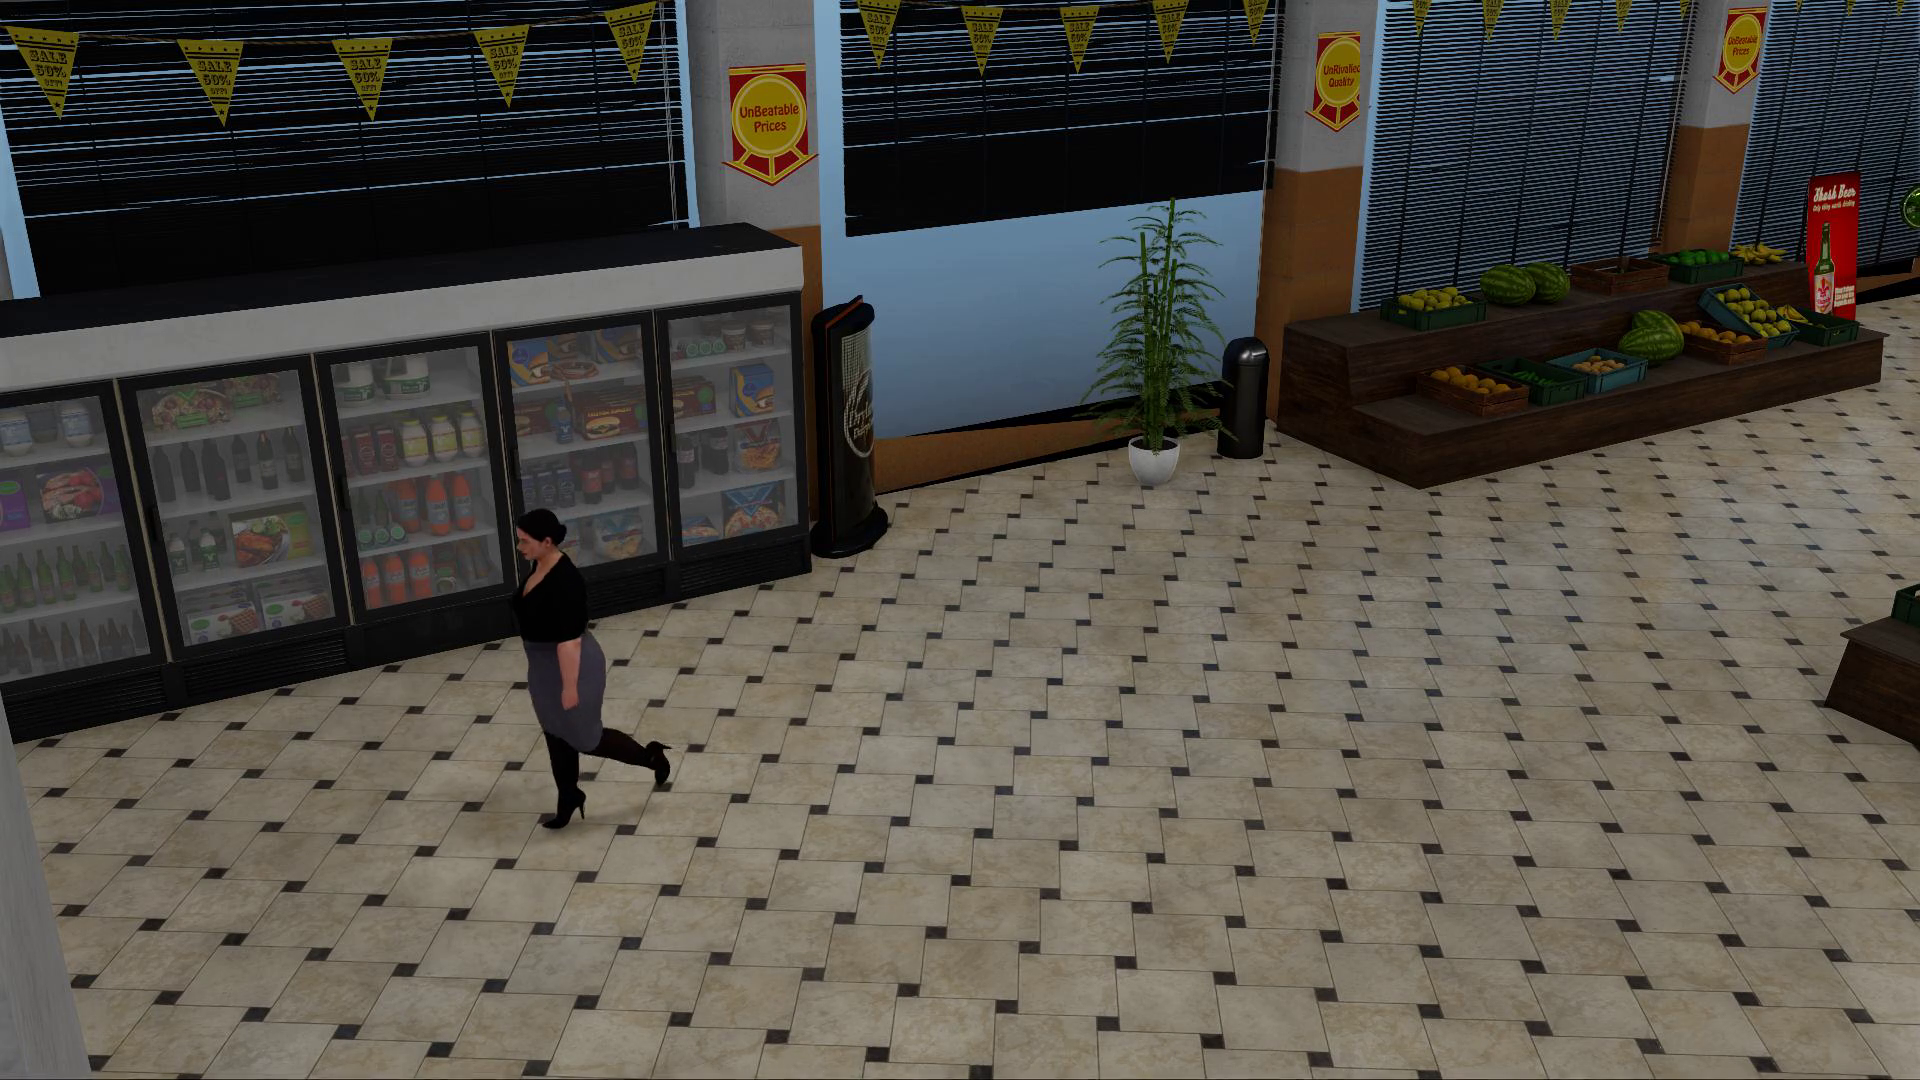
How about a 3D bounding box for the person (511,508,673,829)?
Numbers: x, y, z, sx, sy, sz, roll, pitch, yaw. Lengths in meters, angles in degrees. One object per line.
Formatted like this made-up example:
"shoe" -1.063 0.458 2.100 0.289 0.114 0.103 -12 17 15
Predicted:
"person" -1.857 0.649 8.247 0.924 1.732 0.667 -12 25 -27
